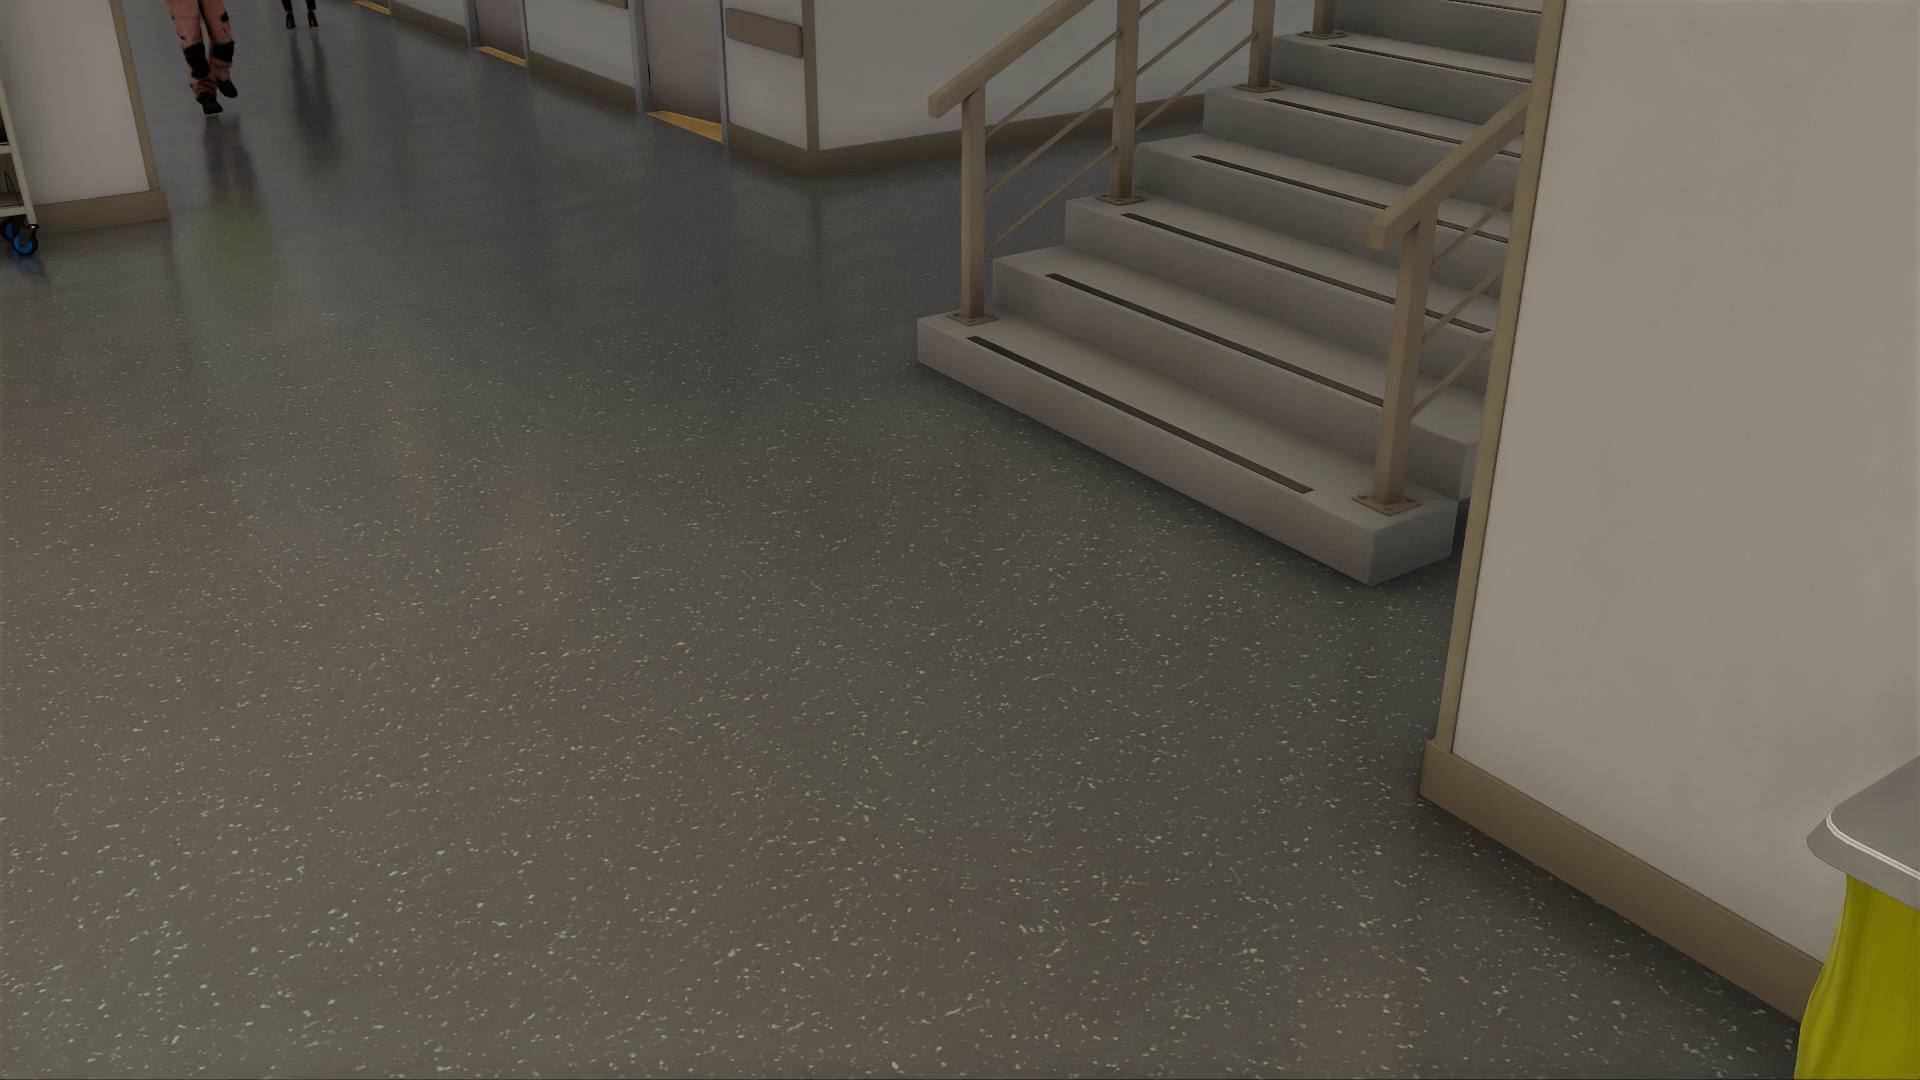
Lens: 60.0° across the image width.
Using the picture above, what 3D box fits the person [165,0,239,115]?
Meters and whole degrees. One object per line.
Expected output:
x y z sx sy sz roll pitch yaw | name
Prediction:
-5.442 -3.949 11.727 0.763 1.828 0.737 -17 31 -32 | person

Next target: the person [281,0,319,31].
-6.202 -5.593 15.272 0.495 1.711 0.683 -10 27 -19 | person
